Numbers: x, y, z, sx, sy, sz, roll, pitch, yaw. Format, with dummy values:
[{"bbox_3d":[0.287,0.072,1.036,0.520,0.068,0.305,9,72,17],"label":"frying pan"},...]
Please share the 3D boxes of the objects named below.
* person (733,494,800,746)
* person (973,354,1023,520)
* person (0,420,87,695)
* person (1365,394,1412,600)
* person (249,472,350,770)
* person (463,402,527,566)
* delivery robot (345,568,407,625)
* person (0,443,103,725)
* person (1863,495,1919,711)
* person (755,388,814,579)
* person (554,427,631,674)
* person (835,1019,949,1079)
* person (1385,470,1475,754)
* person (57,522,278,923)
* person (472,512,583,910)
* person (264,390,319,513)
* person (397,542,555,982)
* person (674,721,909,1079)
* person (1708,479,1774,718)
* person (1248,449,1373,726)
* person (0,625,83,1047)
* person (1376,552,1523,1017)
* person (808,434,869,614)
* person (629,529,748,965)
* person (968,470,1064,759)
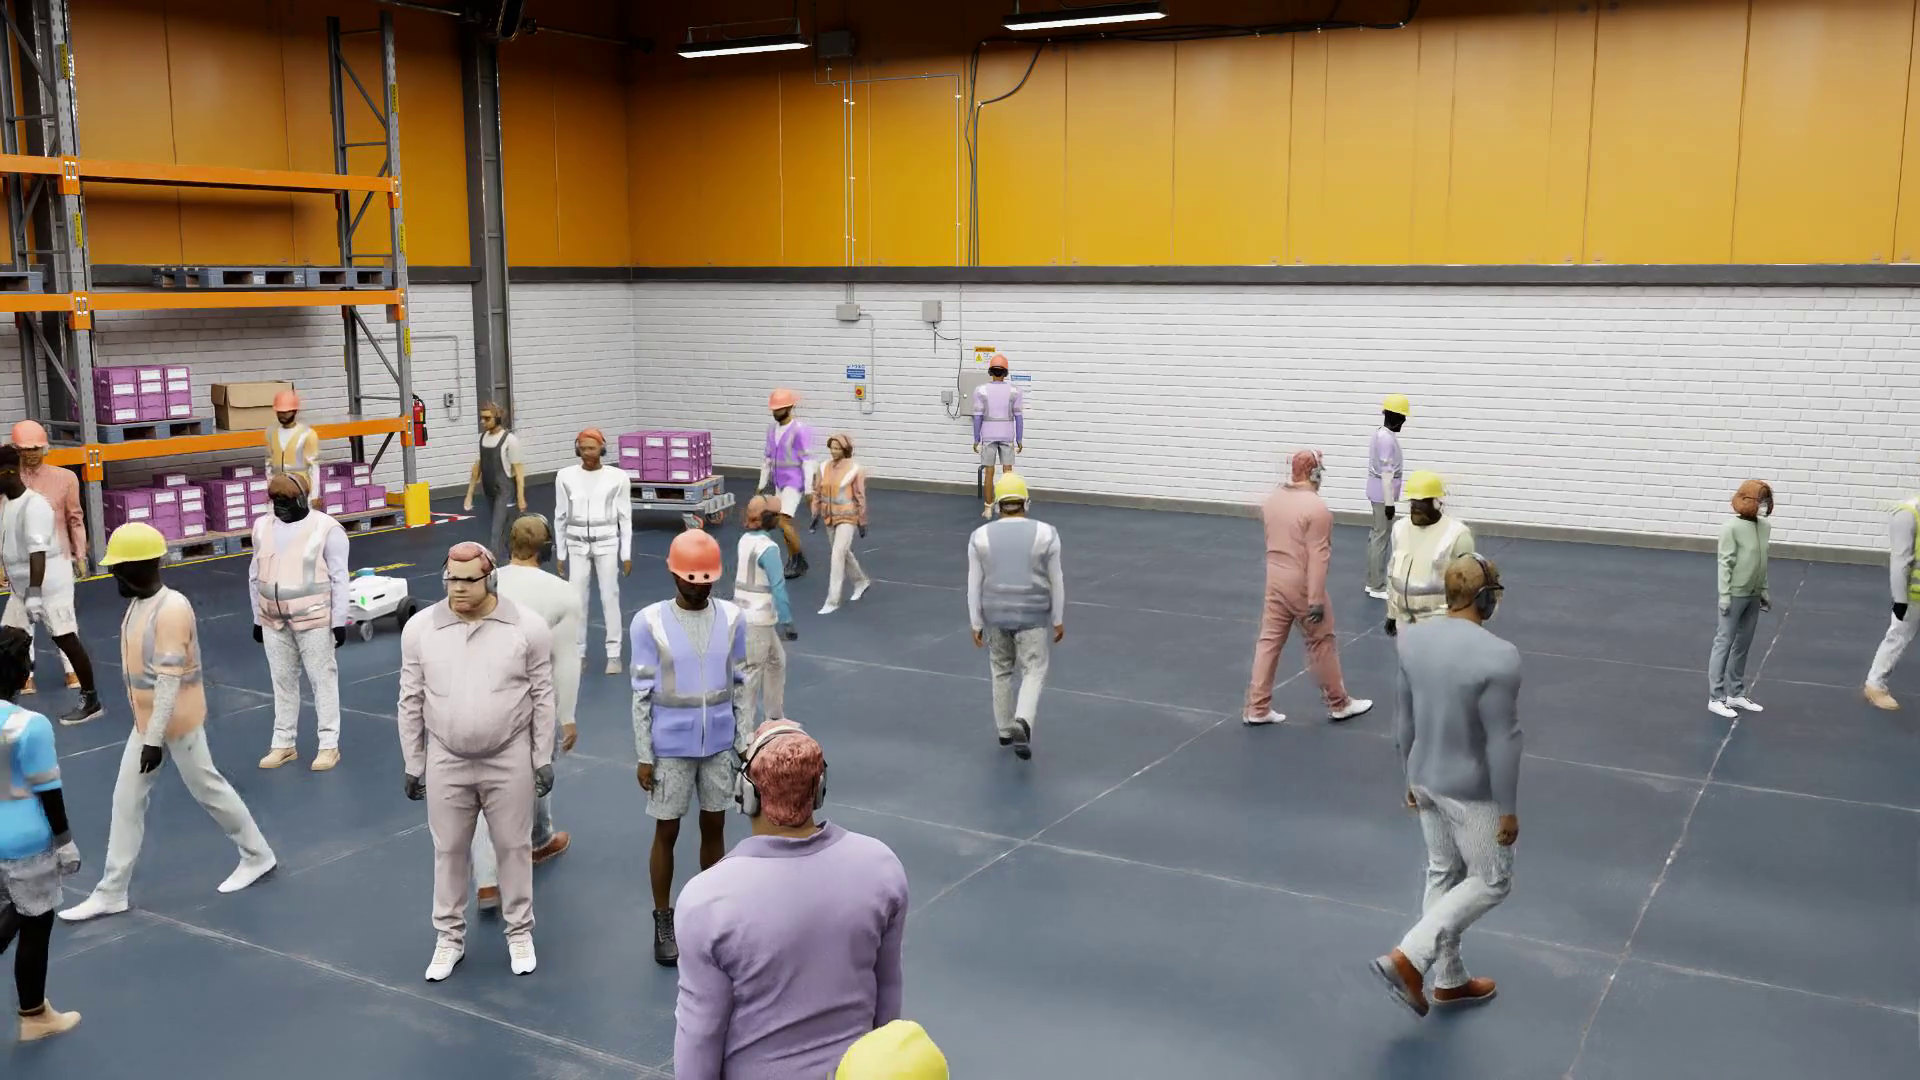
[{"bbox_3d":[-1.213,0.516,10.707,0.645,1.617,0.529,-4,10,-22],"label":"person"},{"bbox_3d":[0.469,-1.270,20.537,0.616,2.041,0.380,0,9,-2],"label":"person"},{"bbox_3d":[-6.659,0.123,12.035,0.617,1.986,0.408,-6,11,-34],"label":"person"},{"bbox_3d":[3.994,-0.407,15.548,0.389,1.916,0.585,1,9,9],"label":"person"},{"bbox_3d":[-4.048,0.496,10.169,0.620,1.837,0.430,1,9,9],"label":"person"},{"bbox_3d":[-4.504,-0.409,15.900,0.505,1.805,0.910,7,11,36],"label":"person"},{"bbox_3d":[-4.963,0.476,13.978,0.477,0.478,0.707,2,9,13],"label":"delivery robot"},{"bbox_3d":[-6.199,0.323,10.992,0.704,1.910,0.944,7,11,37],"label":"person"},{"bbox_3d":[6.551,0.343,11.243,0.637,1.798,0.972,-1,9,-9],"label":"person"},{"bbox_3d":[-1.716,-0.549,16.432,0.451,1.915,0.565,-8,12,-40],"label":"person"},{"bbox_3d":[-2.779,0.083,12.596,0.574,1.882,0.352,0,9,-1],"label":"person"},{"bbox_3d":[-0.168,1.704,2.918,0.529,1.742,0.706,2,9,15],"label":"person"},{"bbox_3d":[2.986,0.451,10.538,0.533,1.811,0.589,-7,12,-38],"label":"person"},{"bbox_3d":[-3.781,0.838,7.934,0.590,1.878,0.995,8,12,42],"label":"person"},{"bbox_3d":[-2.186,0.808,8.127,0.736,1.876,1.046,1,9,5],"label":"person"},{"bbox_3d":[-6.433,-0.475,15.962,0.588,1.917,0.535,1,9,8],"label":"person"},{"bbox_3d":[-2.069,0.946,7.142,0.651,1.904,0.403,-2,9,-10],"label":"person"},{"bbox_3d":[-0.449,1.403,4.281,0.643,1.908,0.408,-6,11,-34],"label":"person"},{"bbox_3d":[5.388,0.392,11.439,0.498,1.633,0.278,-5,11,-30],"label":"person"},{"bbox_3d":[2.348,0.317,11.184,0.947,1.860,0.680,-5,10,-27],"label":"person"},{"bbox_3d":[-3.684,1.164,6.456,0.540,1.682,0.396,4,10,26],"label":"person"},{"bbox_3d":[1.963,1.005,6.710,0.589,1.924,0.649,-4,10,-23],"label":"person"},{"bbox_3d":[-1.054,-0.174,15.112,0.505,1.607,0.850,7,11,37],"label":"person"},{"bbox_3d":[-1.170,0.901,7.341,0.548,1.932,0.380,-5,10,-29],"label":"person"},{"bbox_3d":[0.336,0.477,10.360,0.602,1.809,0.658,2,9,11],"label":"person"}]
